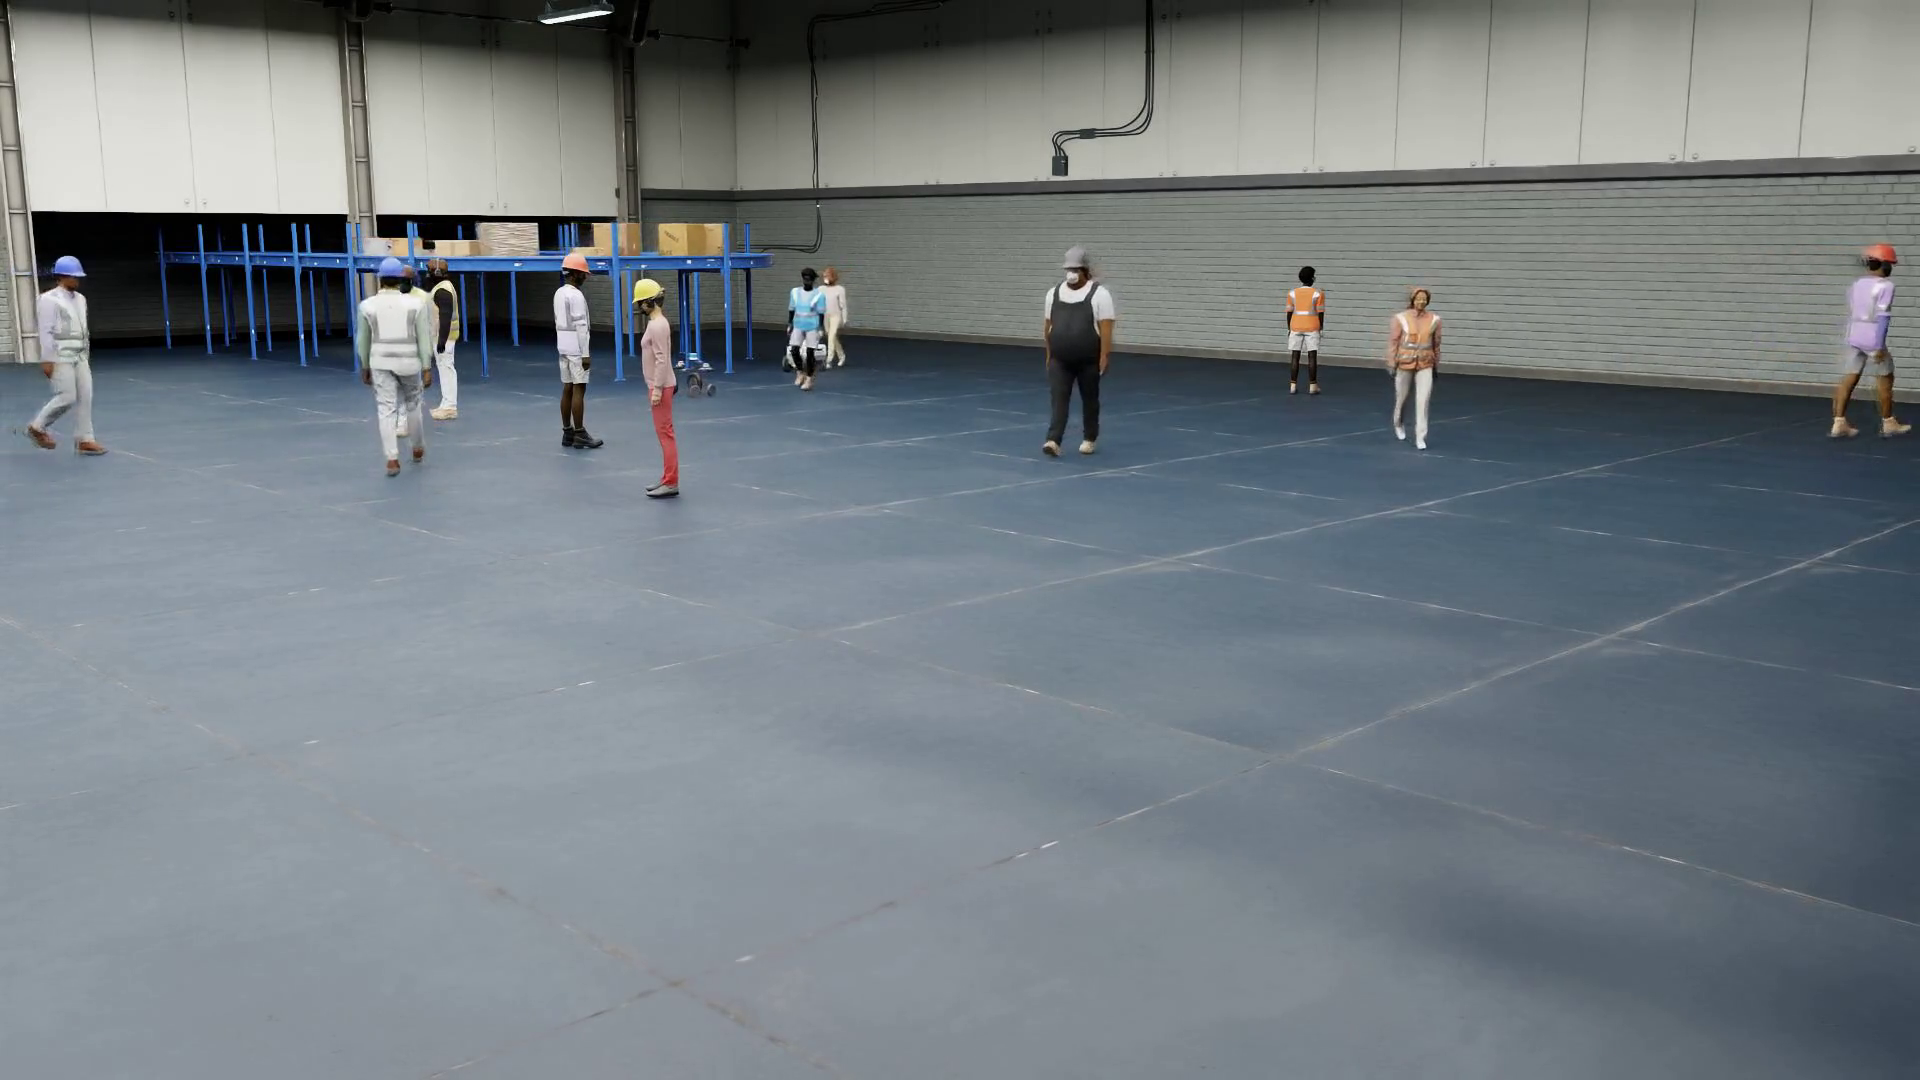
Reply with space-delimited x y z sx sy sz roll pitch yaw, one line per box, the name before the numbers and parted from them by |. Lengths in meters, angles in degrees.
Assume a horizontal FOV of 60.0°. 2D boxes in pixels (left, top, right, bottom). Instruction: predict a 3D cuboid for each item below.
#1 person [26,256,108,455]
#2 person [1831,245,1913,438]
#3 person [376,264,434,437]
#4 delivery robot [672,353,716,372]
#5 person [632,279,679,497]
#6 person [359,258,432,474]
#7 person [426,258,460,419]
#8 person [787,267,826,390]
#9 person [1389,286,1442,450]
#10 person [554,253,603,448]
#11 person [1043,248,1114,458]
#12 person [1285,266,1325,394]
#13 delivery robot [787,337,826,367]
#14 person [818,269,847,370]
person | -8.638 -1.767 15.997 0.645 1.920 0.662 2 11 10
person | 9.638 -2.073 17.448 0.937 2.001 0.618 -2 11 -10
person | -5.884 -2.017 17.644 0.664 1.814 0.543 1 10 6
delivery robot | -3.556 -2.374 22.180 0.698 0.223 0.335 9 14 40
person | -2.479 -1.234 13.536 0.337 1.757 0.531 -2 11 -9
person | -5.094 -1.586 15.058 0.640 1.892 1.010 -2 11 -13
person | -6.036 -2.341 19.337 0.429 1.844 0.626 -4 11 -20
person | -2.102 -2.888 22.755 0.580 1.672 0.369 3 11 17
person | 4.596 -1.764 16.839 0.517 1.615 0.800 1 10 7
person | -3.848 -1.901 16.690 0.364 1.933 0.543 -8 13 -37
person | 1.099 -1.792 15.913 0.697 2.000 1.002 4 11 20
person | 4.630 -2.819 22.326 0.536 1.699 0.322 5 12 26
delivery robot | -2.394 -2.942 25.984 0.477 0.478 0.707 5 12 26
person | -2.031 -3.562 26.692 0.489 1.589 0.854 5 12 25
